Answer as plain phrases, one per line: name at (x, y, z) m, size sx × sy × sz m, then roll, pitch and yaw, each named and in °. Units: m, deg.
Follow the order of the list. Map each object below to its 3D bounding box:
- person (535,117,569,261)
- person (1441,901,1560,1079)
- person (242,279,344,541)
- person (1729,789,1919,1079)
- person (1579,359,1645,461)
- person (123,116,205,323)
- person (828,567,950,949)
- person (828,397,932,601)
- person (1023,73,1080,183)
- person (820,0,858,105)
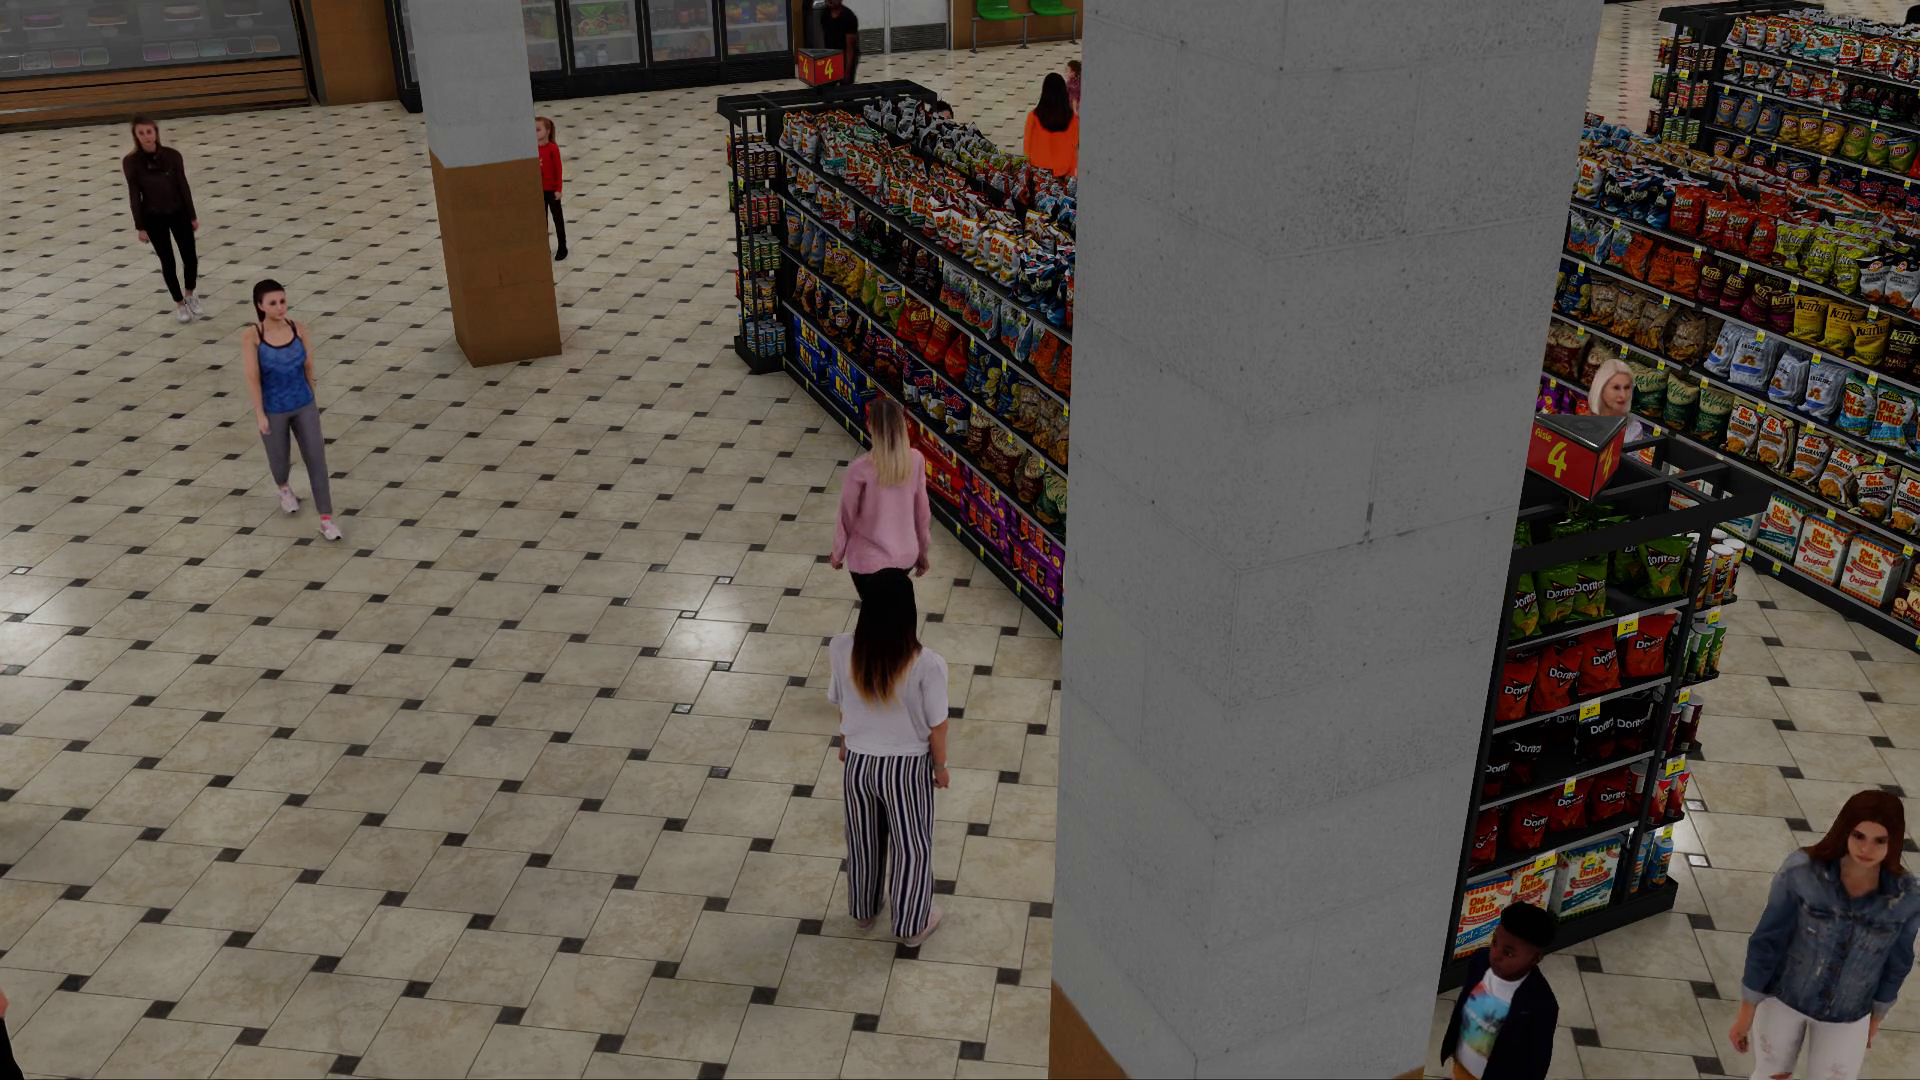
person at (-3.767, -3.209, 15.152) m, size 0.588 × 1.280 × 0.643 m, roll 8°, pitch 28°, yaw 15°
person at (1.804, 1.702, 5.487) m, size 0.633 × 1.262 × 0.663 m, roll -16°, pitch 31°, yaw -28°
person at (-4.104, -0.799, 10.062) m, size 0.697 × 1.584 × 1.071 m, roll -18°, pitch 32°, yaw -32°
person at (2.794, 1.481, 5.453) m, size 0.723 × 1.687 × 0.801 m, roll 14°, pitch 30°, yaw 26°
person at (3.196, -0.122, 8.601) m, size 0.743 × 1.700 × 1.104 m, roll -6°, pitch 28°, yaw -12°
person at (-6.462, -2.614, 13.525) m, size 0.648 × 1.691 × 0.585 m, roll -16°, pitch 31°, yaw -28°
person at (-0.282, 0.877, 6.653) m, size 0.770 × 1.679 × 0.846 m, roll 12°, pitch 29°, yaw 22°
person at (-0.334, 0.146, 8.136) m, size 0.745 × 1.643 × 1.154 m, roll -18°, pitch 32°, yaw -31°
person at (0.825, -3.196, 14.623) m, size 0.683 × 1.736 × 0.797 m, roll -8°, pitch 28°, yaw -16°
person at (-1.342, -5.395, 18.921) m, size 1.055 × 1.769 × 1.078 m, roll 16°, pitch 31°, yaw 29°
